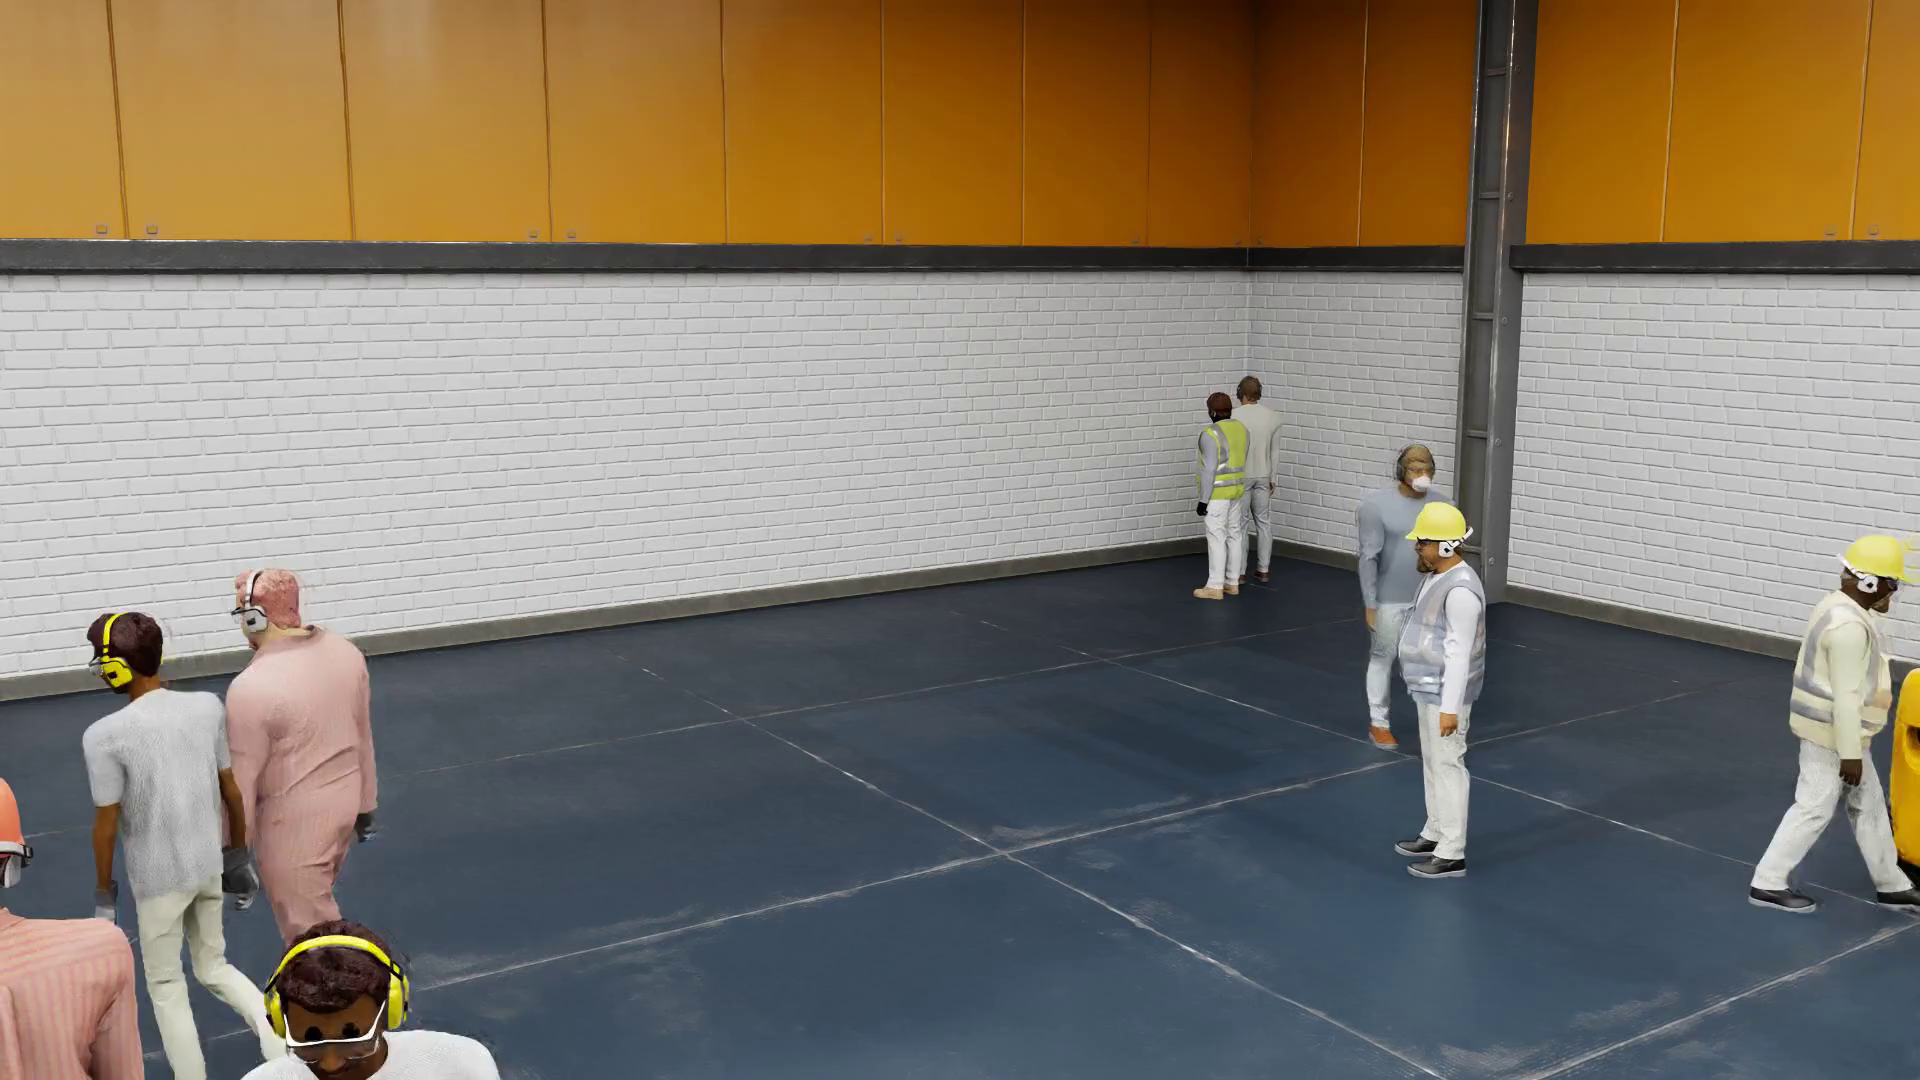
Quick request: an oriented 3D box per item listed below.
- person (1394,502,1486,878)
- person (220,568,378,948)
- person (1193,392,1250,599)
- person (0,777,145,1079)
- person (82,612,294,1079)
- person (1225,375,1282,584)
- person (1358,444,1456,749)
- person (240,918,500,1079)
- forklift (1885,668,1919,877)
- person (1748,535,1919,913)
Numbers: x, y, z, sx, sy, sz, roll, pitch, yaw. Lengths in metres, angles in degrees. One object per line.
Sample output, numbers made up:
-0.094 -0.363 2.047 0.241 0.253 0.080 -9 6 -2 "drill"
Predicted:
2.336 0.722 8.115 0.403 1.826 0.595 0 9 3 "person"
-2.397 1.032 6.048 0.423 1.884 0.663 2 10 11 "person"
2.305 -0.394 14.792 0.430 1.841 0.624 9 13 43 "person"
-1.955 1.420 3.388 0.377 1.995 0.608 7 12 37 "person"
-2.556 1.141 5.543 0.589 1.843 0.536 4 10 25 "person"
2.680 -0.557 15.470 0.627 1.940 0.376 -3 10 -18 "person"
2.687 0.390 9.895 0.641 1.895 0.971 -1 9 -5 "person"
-1.065 1.549 3.222 0.585 1.793 1.016 0 9 -1 "person"
5.511 0.571 7.906 2.313 2.155 1.214 -6 11 -33 "forklift"
4.096 0.857 7.502 0.818 1.764 0.643 5 11 26 "person"
